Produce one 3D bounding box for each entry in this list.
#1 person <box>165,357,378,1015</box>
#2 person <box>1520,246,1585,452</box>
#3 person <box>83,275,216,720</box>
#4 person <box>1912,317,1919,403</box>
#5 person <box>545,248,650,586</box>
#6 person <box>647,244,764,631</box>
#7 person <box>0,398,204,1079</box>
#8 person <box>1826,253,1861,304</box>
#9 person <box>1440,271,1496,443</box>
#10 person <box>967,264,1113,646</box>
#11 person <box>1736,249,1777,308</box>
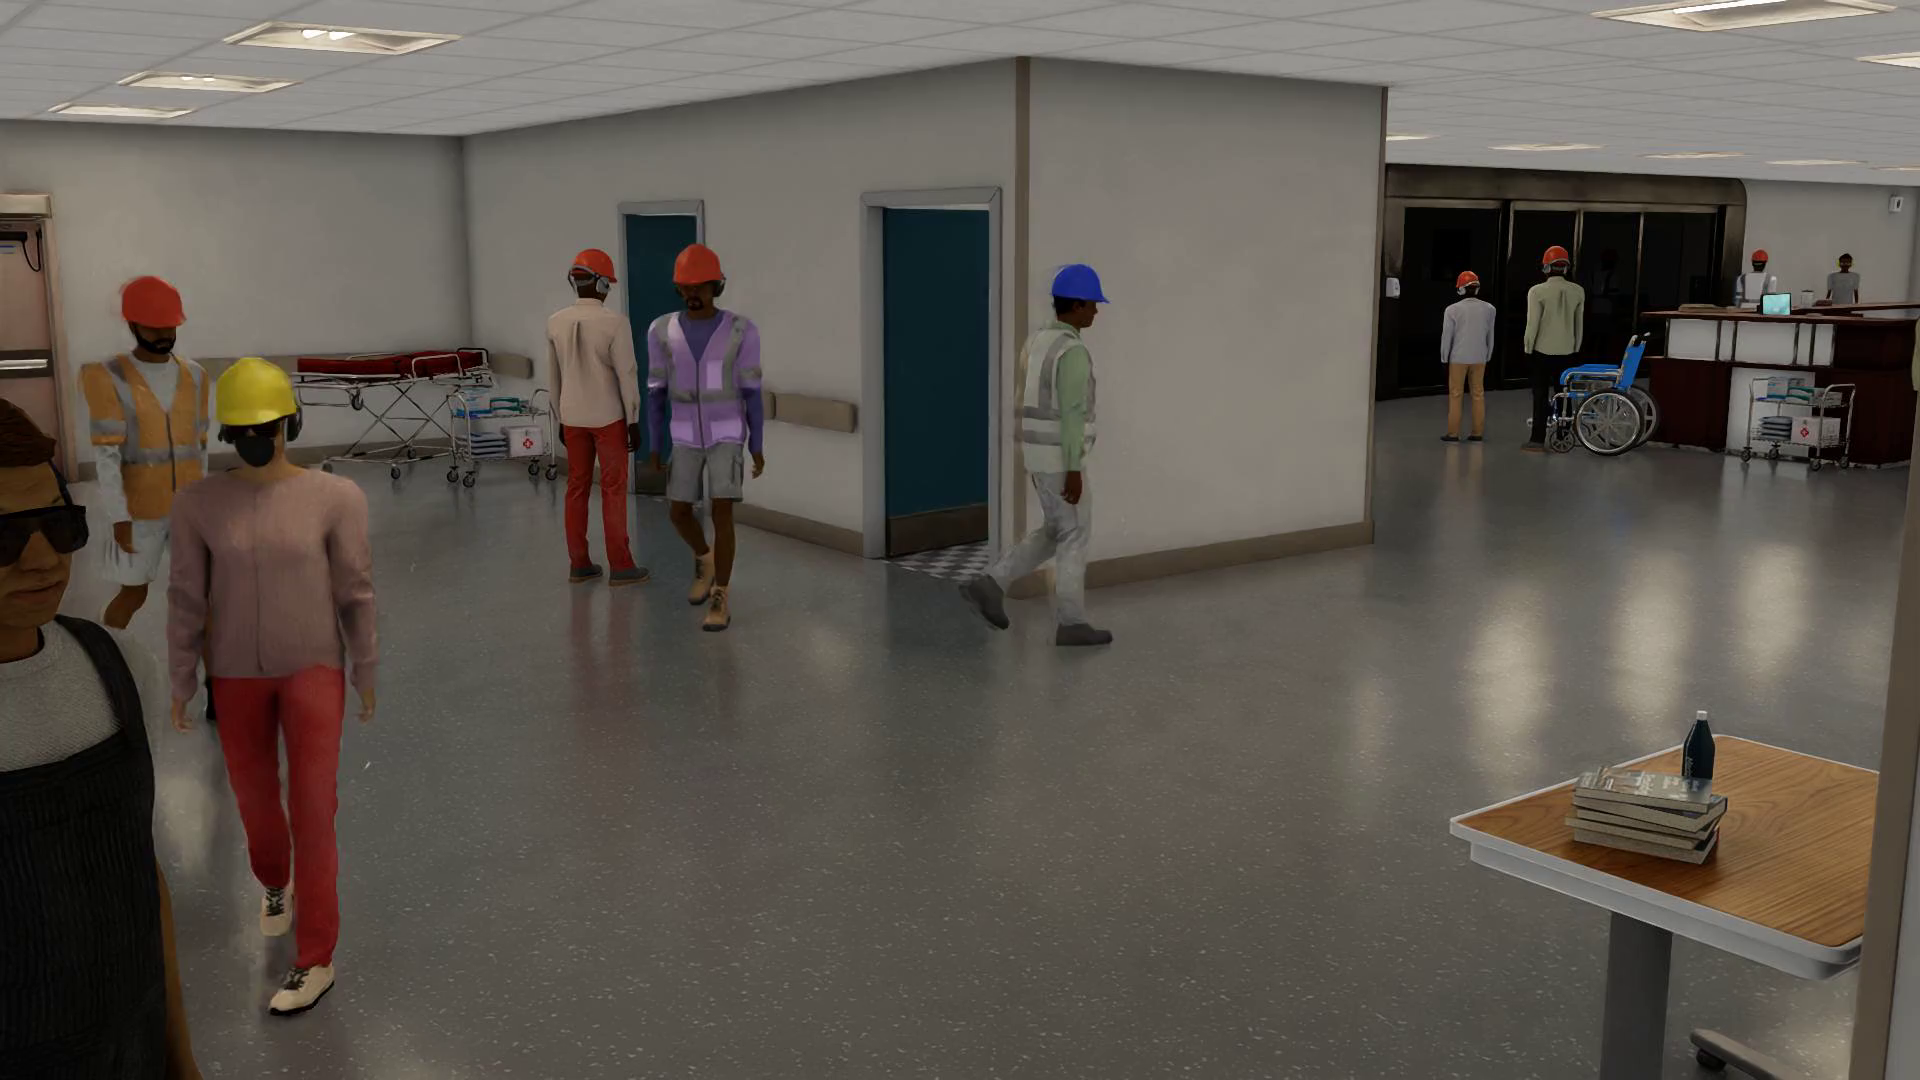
[{"bbox_3d":[-1.890,0.354,4.589,0.548,1.725,0.784,-1,10,-7],"label":"person"},{"bbox_3d":[5.734,-1.845,16.144,0.625,1.992,0.389,-3,10,-14],"label":"person"},{"bbox_3d":[-3.428,-0.172,7.058,0.911,1.901,0.544,8,13,38],"label":"person"},{"bbox_3d":[8.064,-1.287,13.524,0.598,1.823,0.414,2,10,9],"label":"person"},{"bbox_3d":[-2.146,-0.718,9.847,0.608,1.990,0.385,4,11,22],"label":"person"},{"bbox_3d":[-1.339,-0.561,8.881,0.636,2.030,0.676,1,10,6],"label":"person"},{"bbox_3d":[-1.160,0.739,2.091,0.342,1.846,0.508,4,11,21],"label":"person"},{"bbox_3d":[14.567,-3.797,27.484,0.503,1.861,0.326,3,11,17],"label":"person"},{"bbox_3d":[5.146,-1.859,16.933,0.564,1.743,0.348,-2,10,-9],"label":"person"},{"bbox_3d":[0.435,-0.409,8.310,0.631,1.924,0.617,-2,10,-12],"label":"person"},{"bbox_3d":[11.603,-3.260,24.265,0.547,1.930,0.387,9,13,40],"label":"person"}]
